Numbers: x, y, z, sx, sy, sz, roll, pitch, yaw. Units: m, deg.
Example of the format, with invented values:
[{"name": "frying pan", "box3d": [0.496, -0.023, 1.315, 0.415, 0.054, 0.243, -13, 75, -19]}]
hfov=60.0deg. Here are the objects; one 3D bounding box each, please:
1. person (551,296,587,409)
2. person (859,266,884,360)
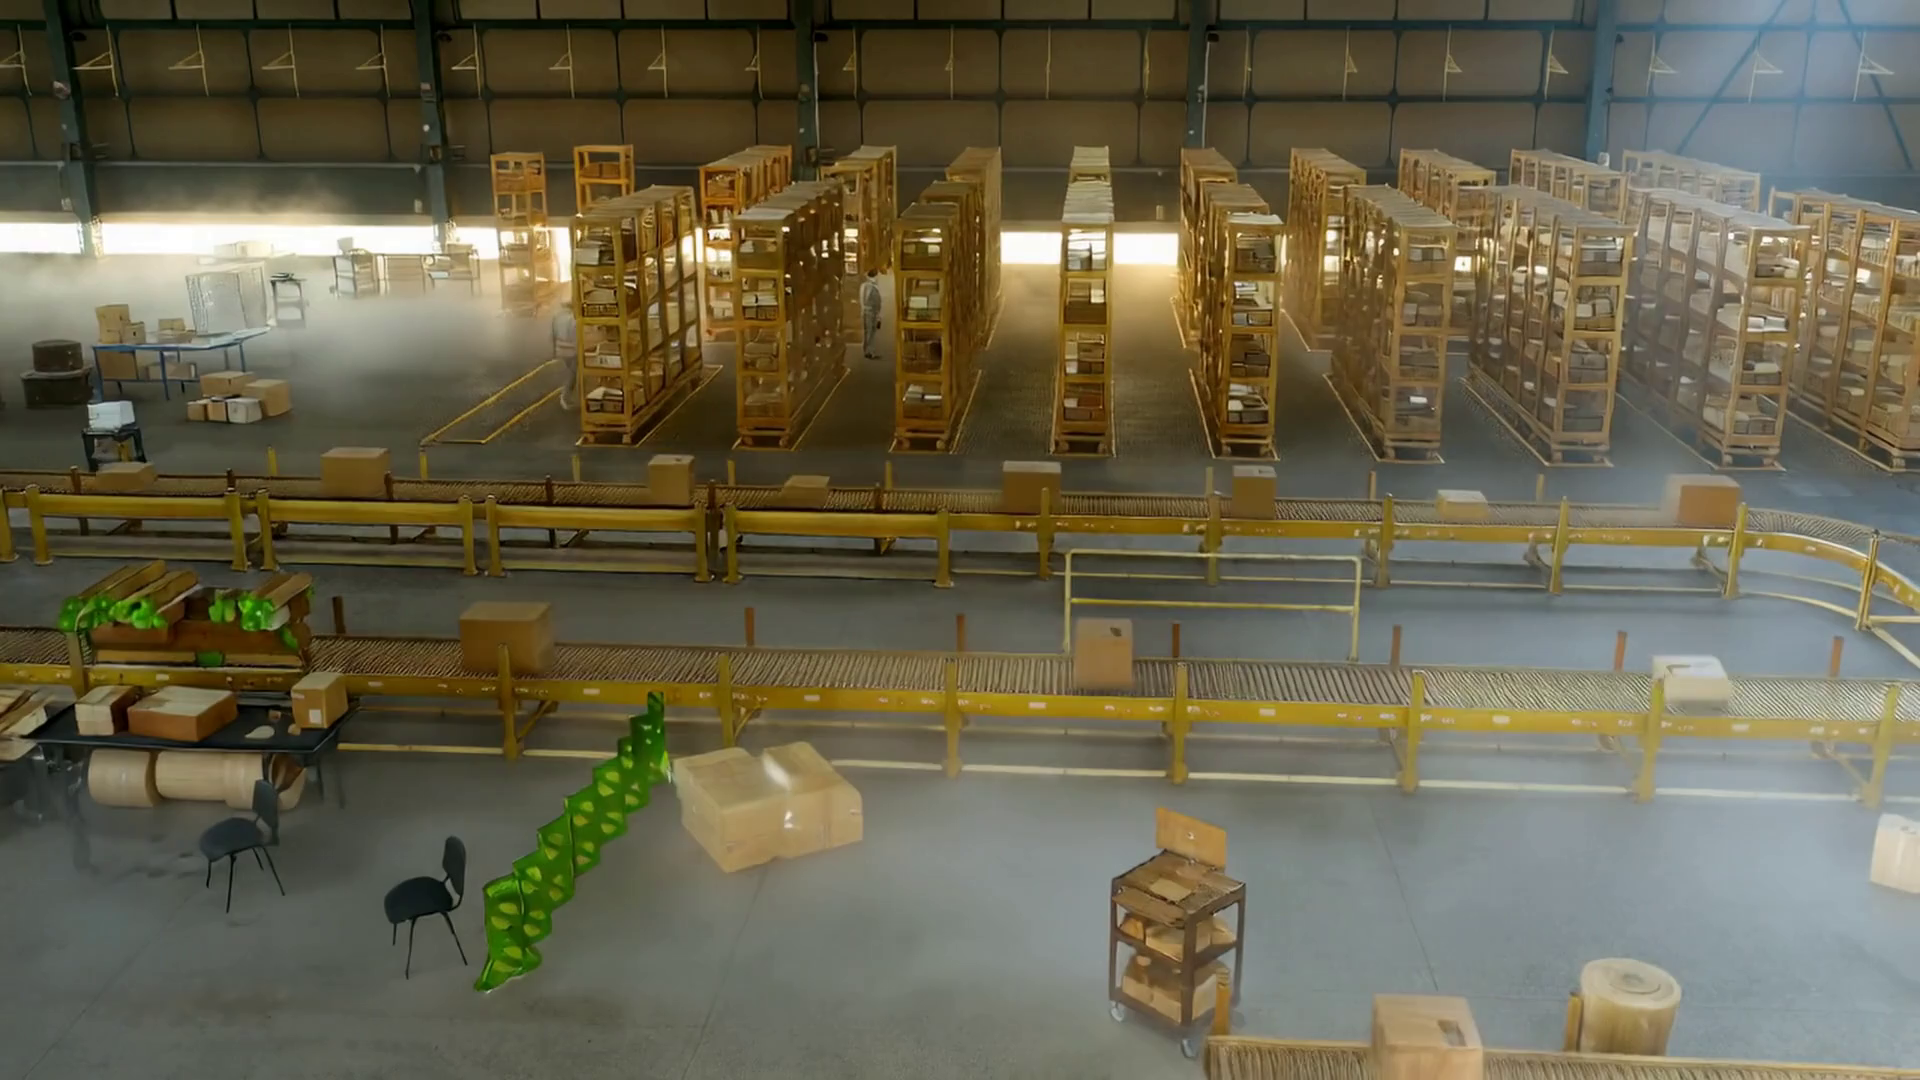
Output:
[{"name": "person", "box3d": [-6.769, -3.229, 28.683, 0.621, 1.918, 0.889, 5, 18, 15]}, {"name": "person", "box3d": [-1.748, -4.463, 32.714, 0.404, 1.837, 0.589, -11, 21, -31]}]
